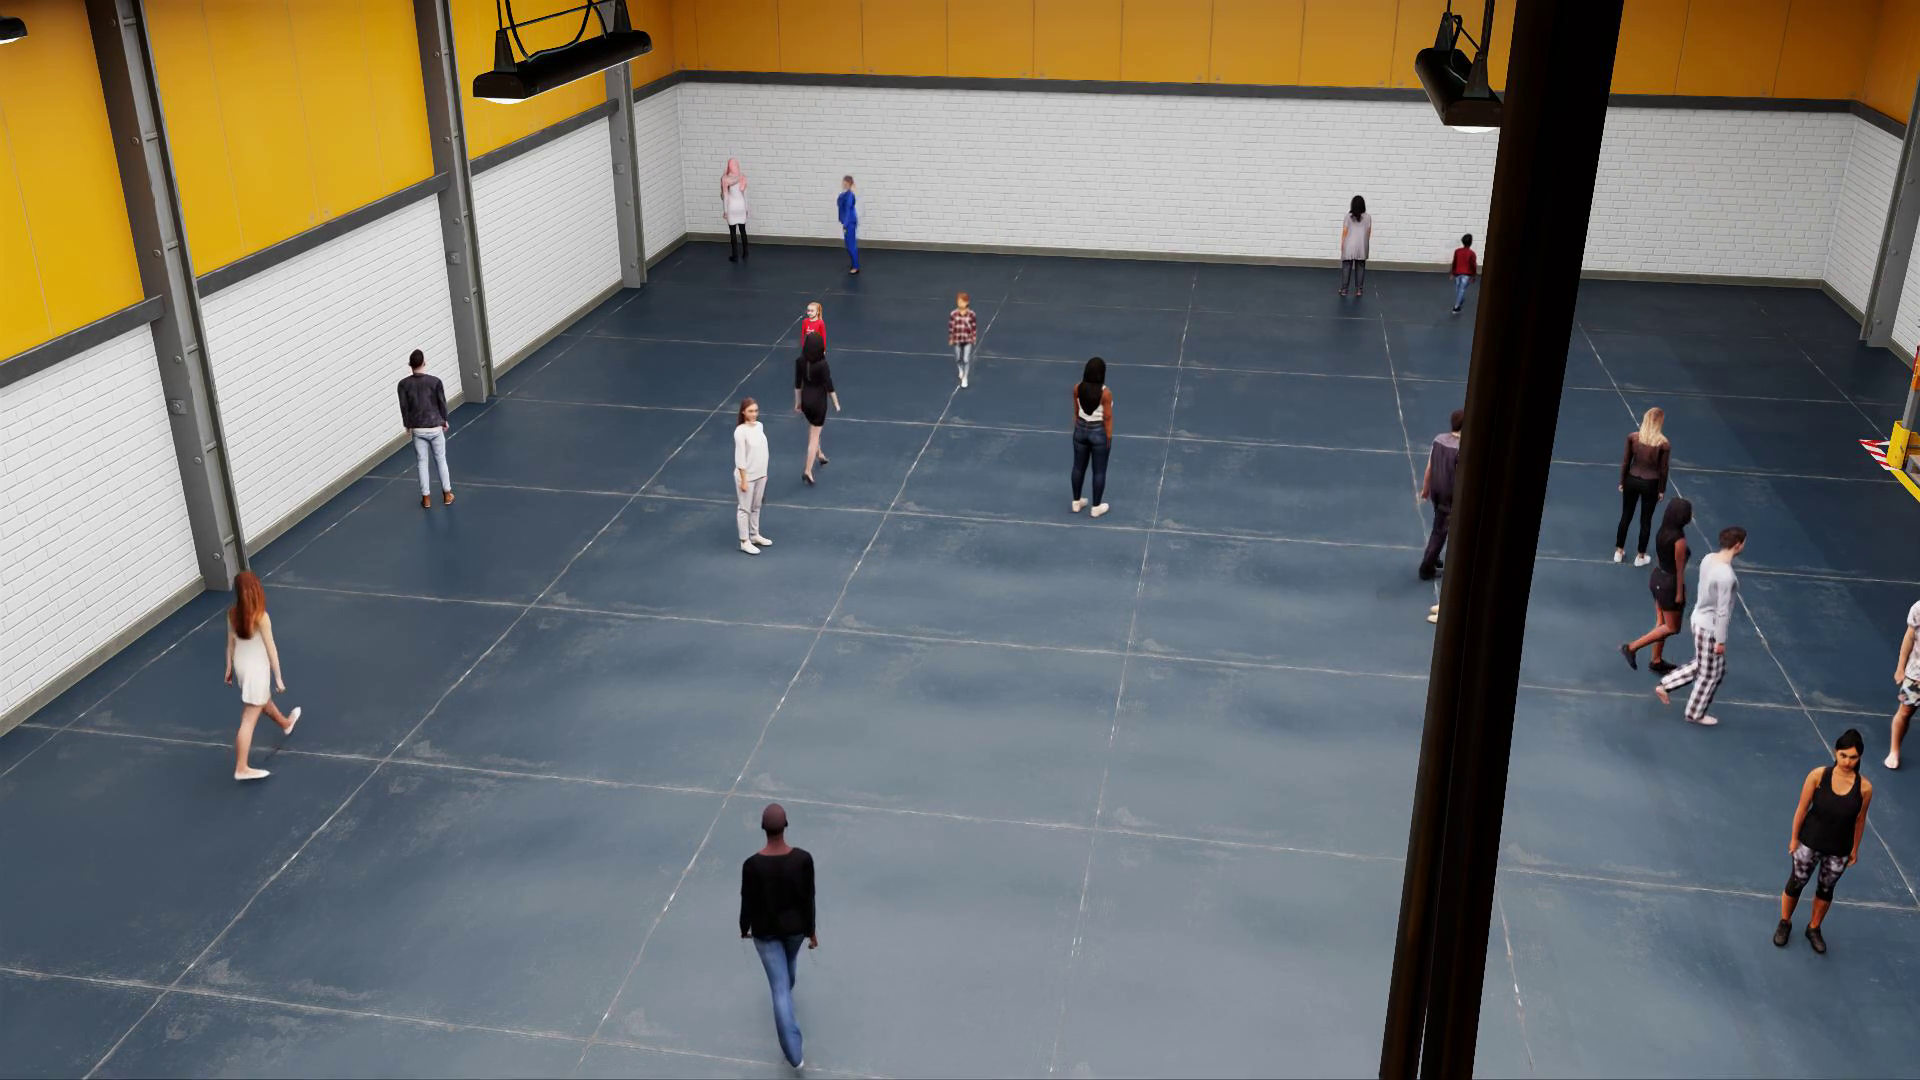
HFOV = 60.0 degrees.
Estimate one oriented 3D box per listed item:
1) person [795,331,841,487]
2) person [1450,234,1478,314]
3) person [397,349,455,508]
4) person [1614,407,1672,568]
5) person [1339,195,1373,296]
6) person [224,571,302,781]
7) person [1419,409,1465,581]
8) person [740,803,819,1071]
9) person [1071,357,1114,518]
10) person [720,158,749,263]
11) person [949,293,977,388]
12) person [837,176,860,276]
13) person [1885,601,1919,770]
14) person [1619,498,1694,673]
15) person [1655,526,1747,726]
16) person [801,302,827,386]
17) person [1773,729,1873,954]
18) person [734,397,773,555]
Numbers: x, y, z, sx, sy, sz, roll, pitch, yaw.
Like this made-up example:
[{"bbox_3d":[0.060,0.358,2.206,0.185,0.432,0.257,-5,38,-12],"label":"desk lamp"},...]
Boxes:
[{"bbox_3d":[-1.751,-1.487,19.317,0.860,1.773,1.064,15,28,31],"label":"person"},{"bbox_3d":[7.875,-4.162,26.115,0.751,1.230,0.925,17,29,34],"label":"person"},{"bbox_3d":[-6.000,-1.260,18.718,0.737,1.837,0.723,-7,25,-16],"label":"person"},{"bbox_3d":[7.084,-0.562,17.288,0.679,1.703,0.665,17,29,34],"label":"person"},{"bbox_3d":[6.442,-4.805,27.107,0.668,1.614,0.691,1,24,1],"label":"person"},{"bbox_3d":[-5.787,1.126,13.503,0.851,1.643,1.256,12,26,26],"label":"person"},{"bbox_3d":[4.846,-0.424,16.815,0.851,1.829,0.775,-10,25,-21],"label":"person"},{"bbox_3d":[-1.105,2.486,10.320,0.953,1.699,1.219,-7,24,-15],"label":"person"},{"bbox_3d":[1.464,-1.159,18.523,0.711,1.809,0.720,14,27,29],"label":"person"},{"bbox_3d":[-3.924,-5.785,29.111,0.727,1.803,0.763,-11,26,-24],"label":"person"},{"bbox_3d":[0.048,-2.786,22.894,0.567,1.289,0.850,2,24,5],"label":"person"},{"bbox_3d":[-1.862,-5.412,28.411,0.890,1.680,0.639,3,24,6],"label":"person"},{"bbox_3d":[7.903,1.031,13.510,0.708,1.811,0.633,8,25,18],"label":"person"},{"bbox_3d":[6.273,0.452,14.940,0.751,1.725,0.827,0,24,0],"label":"person"},{"bbox_3d":[6.287,0.736,14.160,0.739,1.830,0.722,2,24,5],"label":"person"},{"bbox_3d":[-1.961,-2.584,22.440,0.528,1.282,0.536,8,25,18],"label":"person"},{"bbox_3d":[5.914,2.049,11.372,0.608,1.659,0.551,8,25,17],"label":"person"},{"bbox_3d":[-2.225,-0.704,17.633,0.722,1.688,0.586,12,26,26],"label":"person"}]
